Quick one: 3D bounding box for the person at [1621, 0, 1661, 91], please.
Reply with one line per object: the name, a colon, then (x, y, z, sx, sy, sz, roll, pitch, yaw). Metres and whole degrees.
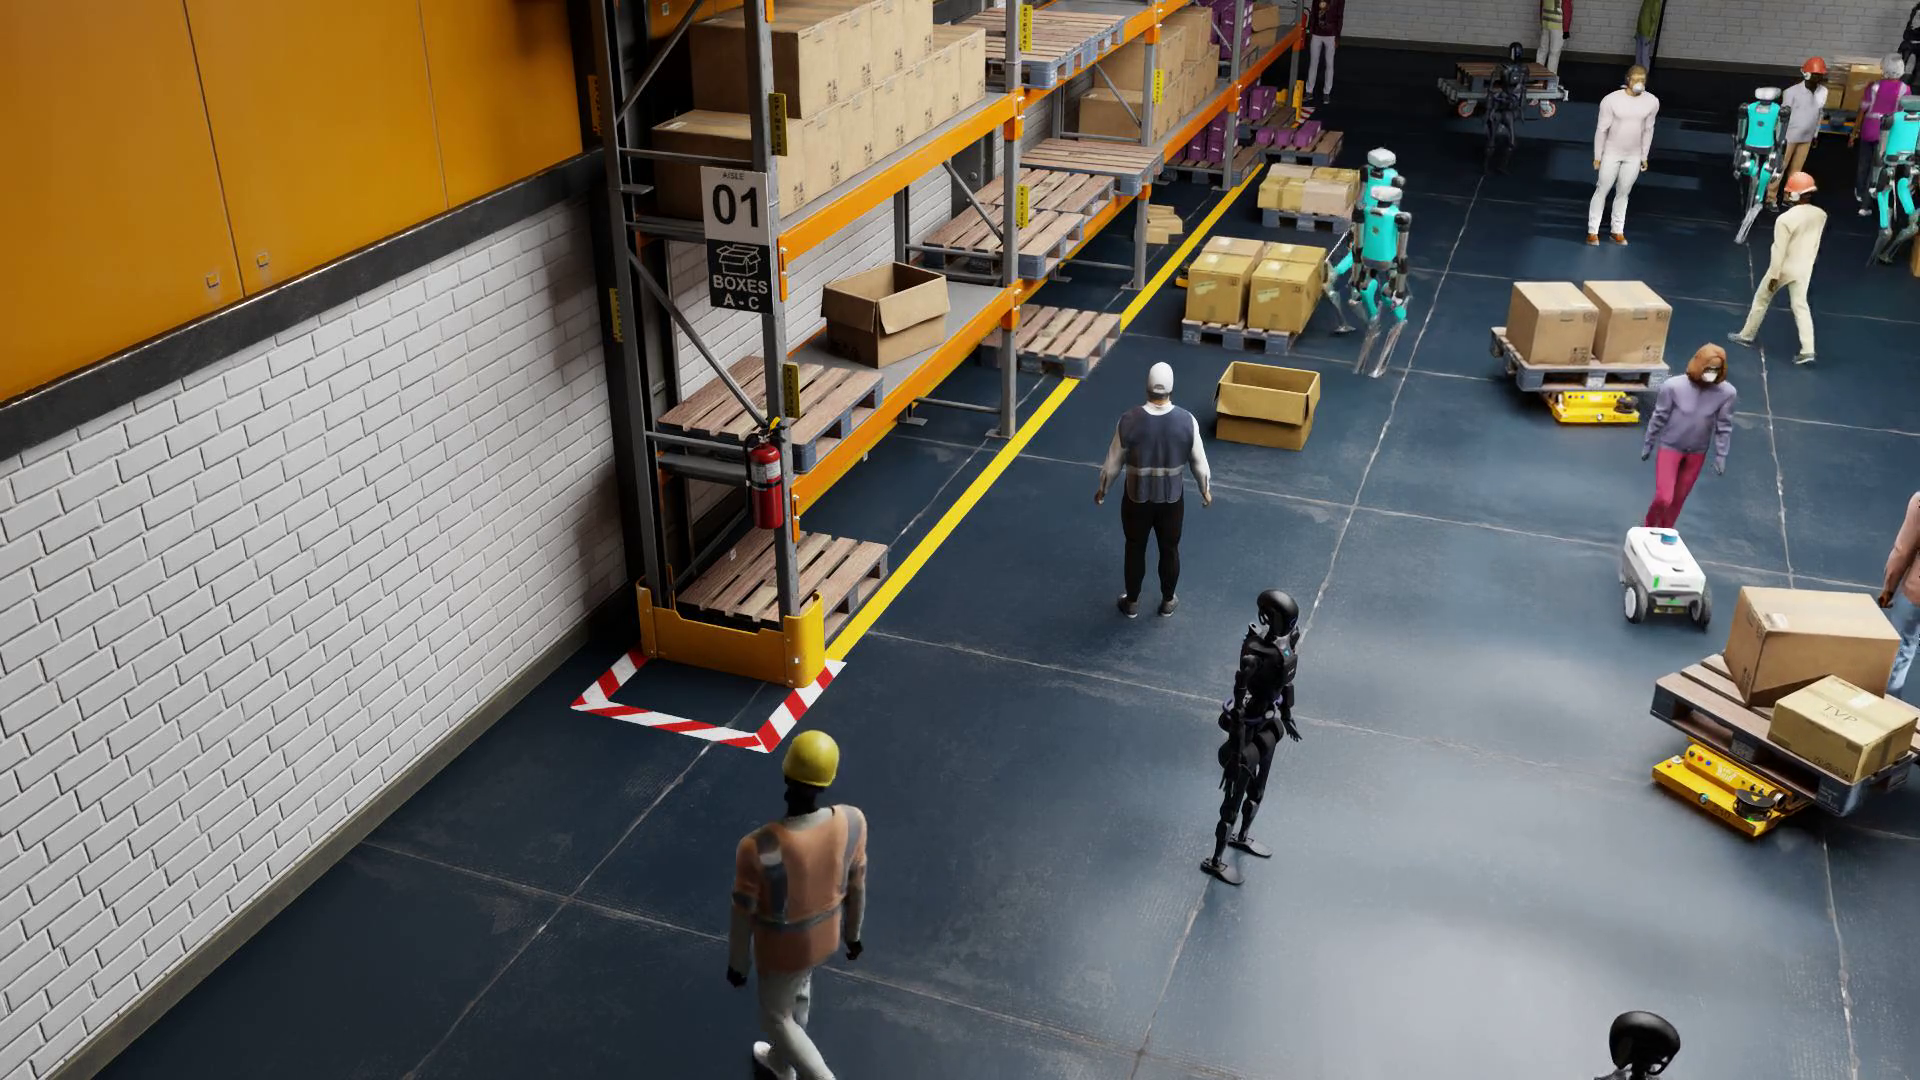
person: (10.253, -7.557, 24.916, 0.288, 1.633, 0.497, -1, 27, -3)

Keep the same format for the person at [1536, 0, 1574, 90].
person: (8.949, -7.711, 24.991, 0.429, 1.845, 0.626, -10, 29, -19)

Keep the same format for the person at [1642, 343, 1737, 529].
person: (4.976, -0.578, 11.387, 0.512, 1.615, 0.432, 2, 27, 4)

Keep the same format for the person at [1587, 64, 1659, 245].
person: (7.153, -4.152, 17.985, 0.629, 1.940, 0.373, 0, 27, -1)

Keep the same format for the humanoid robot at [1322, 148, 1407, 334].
humanoid robot: (3.632, -2.667, 15.353, 0.780, 1.805, 0.554, -15, 31, -27)

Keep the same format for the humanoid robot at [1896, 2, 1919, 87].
humanoid robot: (14.087, -7.344, 24.463, 0.587, 1.642, 0.410, -3, 27, -5)

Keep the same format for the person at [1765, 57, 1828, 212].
person: (9.689, -4.685, 19.212, 0.569, 1.755, 0.320, -7, 28, -13)

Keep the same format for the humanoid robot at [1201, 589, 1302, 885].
humanoid robot: (1.487, 0.960, 8.349, 0.326, 1.649, 0.608, 21, 34, 34)

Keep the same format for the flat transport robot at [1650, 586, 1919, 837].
flat transport robot: (4.651, 1.215, 9.394, 1.431, 0.231, 0.659, -16, 31, -28)

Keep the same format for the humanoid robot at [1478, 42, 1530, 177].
humanoid robot: (6.698, -5.310, 20.519, 0.585, 1.636, 0.467, -8, 28, -14)

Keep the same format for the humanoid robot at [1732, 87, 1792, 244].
humanoid robot: (8.840, -4.167, 18.333, 0.554, 1.768, 1.061, 19, 33, 32)

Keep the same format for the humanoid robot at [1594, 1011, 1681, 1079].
humanoid robot: (2.207, 2.307, 5.768, 0.729, 1.634, 0.605, 8, 28, 16)

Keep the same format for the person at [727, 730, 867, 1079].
person: (-0.659, 1.625, 6.837, 0.606, 1.875, 0.774, -22, 35, -36)

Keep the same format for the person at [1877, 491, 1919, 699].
person: (5.489, 0.293, 9.311, 0.615, 1.991, 0.397, 4, 28, 9)

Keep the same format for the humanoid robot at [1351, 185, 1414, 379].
humanoid robot: (3.737, -2.221, 14.499, 0.536, 1.836, 0.683, 25, 36, 39)

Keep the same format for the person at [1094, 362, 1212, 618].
person: (1.251, -0.306, 10.716, 0.756, 1.758, 0.431, 0, 27, 0)

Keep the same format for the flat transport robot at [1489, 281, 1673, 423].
flat transport robot: (5.302, -1.369, 14.406, 0.659, 0.231, 1.431, 0, 27, 0)

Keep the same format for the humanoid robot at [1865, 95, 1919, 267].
humanoid robot: (9.780, -3.627, 17.261, 0.538, 1.865, 0.668, -1, 27, -3)

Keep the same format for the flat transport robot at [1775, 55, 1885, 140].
flat transport robot: (11.971, -5.713, 22.833, 1.431, 0.231, 0.659, 13, 30, 24)

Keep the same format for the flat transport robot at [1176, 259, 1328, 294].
flat transport robot: (2.982, -2.658, 16.906, 1.431, 0.231, 0.659, 13, 30, 23)

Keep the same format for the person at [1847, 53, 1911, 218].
person: (10.613, -4.696, 19.189, 0.562, 1.793, 0.977, 16, 31, 28)

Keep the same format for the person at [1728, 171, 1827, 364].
person: (7.491, -2.455, 14.951, 0.573, 1.698, 0.924, -9, 29, -18)

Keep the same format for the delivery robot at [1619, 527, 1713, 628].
delivery robot: (4.652, 0.229, 11.013, 0.499, 0.612, 0.813, 2, 27, 4)

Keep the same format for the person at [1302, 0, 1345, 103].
person: (5.316, -7.378, 24.228, 0.488, 1.953, 0.417, 12, 30, 22)
